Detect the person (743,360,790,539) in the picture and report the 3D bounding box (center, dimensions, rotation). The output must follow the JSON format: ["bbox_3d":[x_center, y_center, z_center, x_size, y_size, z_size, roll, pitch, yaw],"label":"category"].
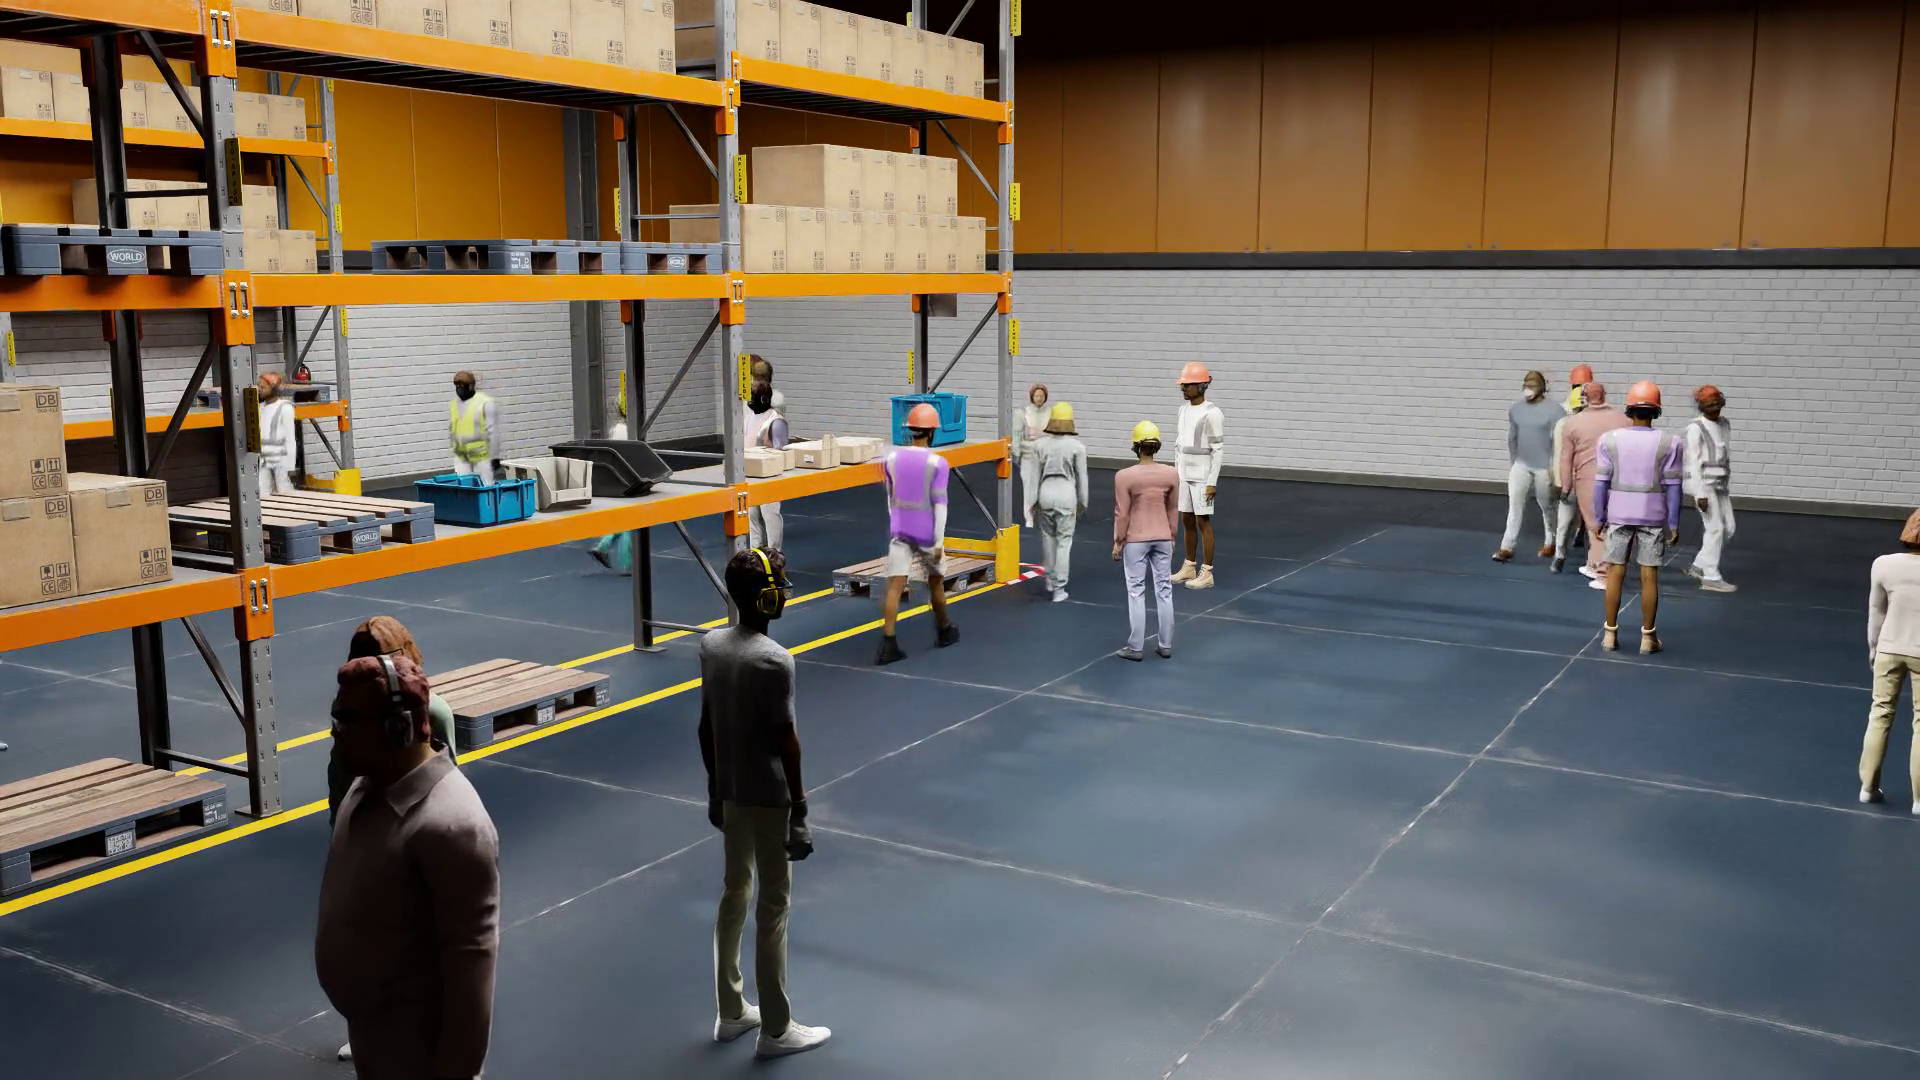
[{"bbox_3d":[-2.093,-0.957,17.760,0.651,1.922,0.453,5,10,27],"label":"person"}]

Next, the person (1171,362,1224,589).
[{"bbox_3d":[2.106,-0.578,15.023,0.378,2.041,0.616,-5,10,-26],"label":"person"}]

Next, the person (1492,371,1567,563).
[{"bbox_3d":[5.668,-0.721,16.412,1.022,1.889,0.652,-8,12,-41],"label":"person"}]

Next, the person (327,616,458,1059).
[{"bbox_3d":[-2.039,1.075,5.980,0.500,1.633,0.281,2,9,13],"label":"person"}]

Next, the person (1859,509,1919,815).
[{"bbox_3d":[5.048,0.629,8.799,0.284,1.625,0.492,-7,12,-38],"label":"person"}]

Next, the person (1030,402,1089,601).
[{"bbox_3d":[0.891,-0.348,14.588,0.507,1.720,0.672,3,10,18],"label":"person"}]

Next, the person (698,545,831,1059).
[{"bbox_3d":[-0.727,0.945,6.057,0.532,1.871,0.321,8,12,42],"label":"person"}]

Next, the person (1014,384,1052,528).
[{"bbox_3d":[0.855,-0.902,18.392,0.529,1.615,0.709,-1,9,-5],"label":"person"}]

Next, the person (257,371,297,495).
[{"bbox_3d":[-6.912,-0.797,16.984,0.583,1.860,0.826,7,11,35],"label":"person"}]

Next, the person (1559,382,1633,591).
[{"bbox_3d":[5.752,-0.504,15.132,0.652,1.856,0.860,-1,9,-6],"label":"person"}]

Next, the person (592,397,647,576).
[{"bbox_3d":[-3.137,-0.518,15.555,0.470,1.755,0.532,-4,10,-26],"label":"person"}]

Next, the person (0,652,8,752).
[{"bbox_3d":[-5.913,0.336,9.746,0.608,1.900,0.559,6,11,34],"label":"person"}]

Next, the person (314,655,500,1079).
[{"bbox_3d":[-1.408,1.223,4.204,0.404,1.906,0.652,-7,12,-39],"label":"person"}]

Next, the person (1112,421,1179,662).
[{"bbox_3d":[1.358,0.010,12.213,0.525,1.769,0.327,-3,10,-19],"label":"person"}]

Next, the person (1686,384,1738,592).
[{"bbox_3d":[6.736,-0.458,14.850,0.606,1.859,0.447,-7,12,-38],"label":"person"}]

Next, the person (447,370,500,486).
[{"bbox_3d":[-5.160,-0.925,17.883,0.647,1.823,0.675,3,10,20],"label":"person"}]

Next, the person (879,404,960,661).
[{"bbox_3d":[-0.309,-0.067,12.329,0.546,1.890,0.996,4,10,23],"label":"person"}]

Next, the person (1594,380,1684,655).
[{"bbox_3d":[5.065,-0.167,12.440,0.614,2.048,0.361,5,10,30],"label":"person"}]

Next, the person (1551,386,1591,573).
[{"bbox_3d":[5.866,-0.546,15.565,0.673,1.800,0.492,-1,9,-6],"label":"person"}]

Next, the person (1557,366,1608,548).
[{"bbox_3d":[6.322,-0.820,16.987,0.558,1.889,0.951,4,10,24],"label":"person"}]

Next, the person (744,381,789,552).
[{"bbox_3d":[-1.869,-0.569,15.592,0.429,1.844,0.627,-8,12,-41],"label":"person"}]

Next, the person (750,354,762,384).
[{"bbox_3d":[-2.575,-1.387,20.695,0.428,1.842,0.631,-9,13,-44],"label":"person"}]
